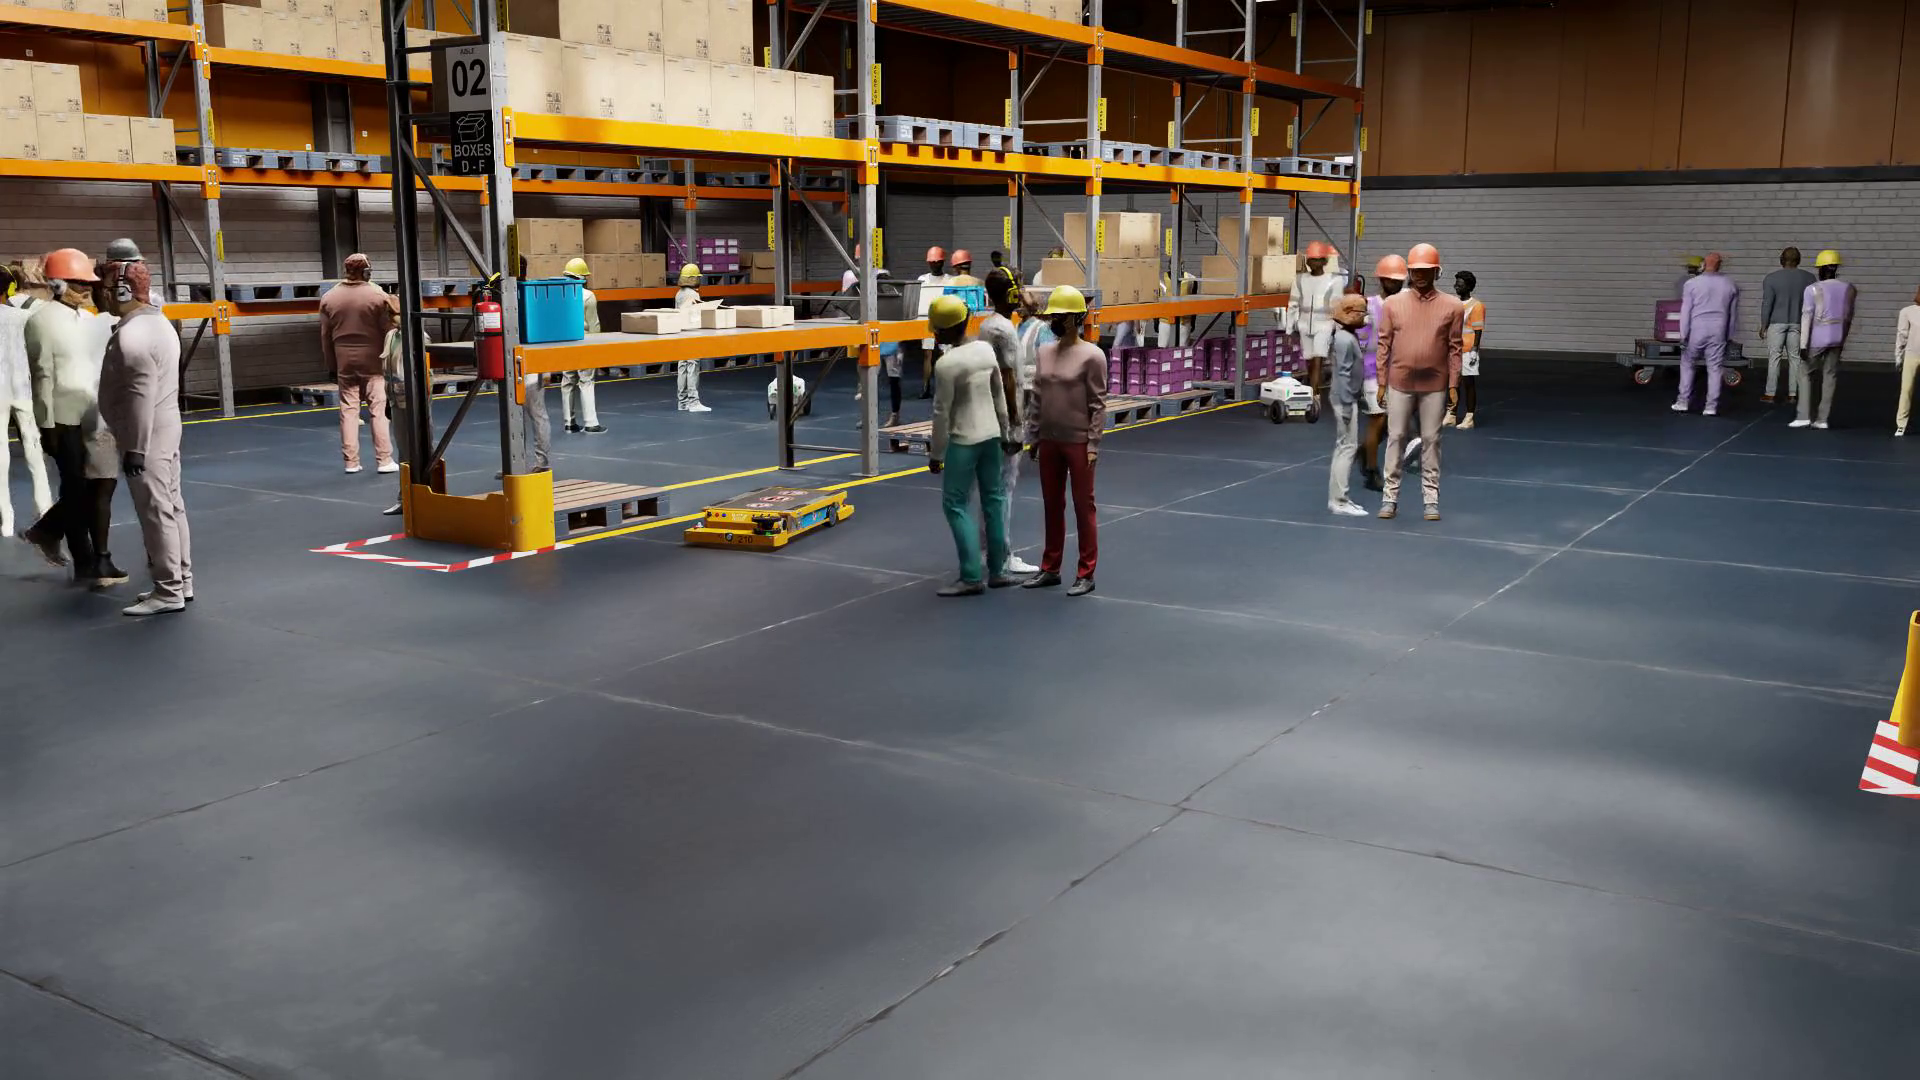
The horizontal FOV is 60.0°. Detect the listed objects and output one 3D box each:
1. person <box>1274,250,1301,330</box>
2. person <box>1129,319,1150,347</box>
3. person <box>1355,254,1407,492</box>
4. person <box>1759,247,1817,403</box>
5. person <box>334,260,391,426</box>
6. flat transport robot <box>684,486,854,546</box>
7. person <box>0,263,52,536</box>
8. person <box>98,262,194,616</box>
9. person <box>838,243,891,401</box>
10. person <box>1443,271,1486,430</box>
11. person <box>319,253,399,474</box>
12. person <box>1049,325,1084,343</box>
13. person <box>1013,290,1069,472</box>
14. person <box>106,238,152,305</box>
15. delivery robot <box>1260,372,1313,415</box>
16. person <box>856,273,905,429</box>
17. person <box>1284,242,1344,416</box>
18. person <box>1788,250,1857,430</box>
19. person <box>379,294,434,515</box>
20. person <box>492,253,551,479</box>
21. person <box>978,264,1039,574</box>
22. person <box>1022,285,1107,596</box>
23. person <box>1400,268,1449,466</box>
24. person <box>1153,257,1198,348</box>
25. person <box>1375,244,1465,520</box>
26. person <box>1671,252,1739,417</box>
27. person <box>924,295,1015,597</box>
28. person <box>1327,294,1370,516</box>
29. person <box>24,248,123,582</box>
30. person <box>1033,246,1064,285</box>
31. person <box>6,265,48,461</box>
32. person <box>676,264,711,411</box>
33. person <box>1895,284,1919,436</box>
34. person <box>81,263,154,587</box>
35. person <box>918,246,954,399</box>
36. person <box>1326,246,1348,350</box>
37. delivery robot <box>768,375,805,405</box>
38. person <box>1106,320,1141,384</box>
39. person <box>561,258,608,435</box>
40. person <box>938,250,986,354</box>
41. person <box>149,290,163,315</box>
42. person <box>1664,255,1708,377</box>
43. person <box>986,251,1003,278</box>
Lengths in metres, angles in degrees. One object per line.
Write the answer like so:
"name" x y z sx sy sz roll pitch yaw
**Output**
"person" 5.174 -3.614 26.119 0.584 1.878 0.371 -5 11 -26
"person" 2.821 -3.690 26.653 0.404 1.830 0.601 -10 14 -43
"person" 3.408 -1.353 13.482 0.585 1.911 0.635 -4 11 -19
"person" 10.270 -2.666 20.690 0.630 1.938 0.372 1 10 6
"person" -6.551 -2.175 18.272 0.428 1.837 0.625 9 14 41
"flat transport robot" -1.297 -0.181 11.539 0.652 0.197 1.431 3 11 17
"person" -6.523 -0.959 11.412 0.517 1.874 0.328 -5 11 -26
"person" -4.443 -0.547 9.038 0.402 1.906 0.652 -2 10 -13
"person" -1.190 -2.736 20.872 0.681 2.008 0.538 3 11 15
"person" 5.384 -2.035 17.860 0.318 1.697 0.535 -5 12 -27
"person" -5.173 -1.520 14.426 0.644 1.907 0.399 1 10 5
"person" 1.312 -2.729 21.182 0.643 1.884 0.597 4 11 20
"person" 0.645 -1.330 14.208 0.814 1.607 0.522 -8 13 -38
"person" -7.263 -1.630 14.661 0.537 2.000 0.682 -5 11 -24
"delivery robot" 3.638 -1.634 18.545 0.477 0.478 0.707 -3 11 -15
"person" -0.847 -1.981 17.608 0.558 1.664 0.756 4 11 23
"person" 4.057 -2.417 19.163 0.620 1.984 1.072 6 12 31
"person" 9.214 -2.126 17.753 0.609 1.916 0.459 0 10 -3
"person" -4.024 -0.975 12.146 0.513 1.639 0.311 8 13 37
"person" -3.691 -1.461 14.006 0.635 1.937 0.352 5 11 25
"person" 0.276 -0.730 10.136 0.328 1.877 0.513 -3 11 -16
"person" 0.604 -0.566 9.532 0.525 1.769 0.308 9 14 42
"person" 4.062 -1.572 14.752 0.625 1.895 0.615 -1 10 -7
"person" 2.979 -3.037 23.052 0.621 1.835 0.430 0 10 1
"person" 3.321 -1.138 12.062 0.612 1.995 0.382 3 11 15
"person" 8.646 -2.391 19.339 0.675 1.872 0.847 1 10 4
"person" 0.080 -0.550 9.574 0.329 1.719 0.666 9 13 40
"person" 2.893 -1.000 12.303 0.320 1.630 0.513 3 11 16
"person" -5.302 -0.725 9.833 0.593 1.977 0.632 1 10 5
"person" 1.234 -2.832 21.612 0.635 1.935 0.349 -6 12 -30
"person" -8.636 -1.633 15.369 0.517 1.807 0.916 -5 11 -26
"person" -3.181 -2.397 19.738 0.306 1.743 0.494 -8 13 -38
"person" 9.889 -1.862 17.104 0.492 1.626 0.284 4 11 23
"person" -5.037 -0.700 9.961 0.653 1.883 1.039 -3 11 -15
"person" -0.295 -2.749 21.145 0.544 1.939 0.372 2 11 13
"person" 5.776 -3.619 25.990 0.550 1.928 0.378 5 11 26
"delivery robot" -1.985 -1.724 19.040 0.477 0.478 0.707 0 10 2
"person" 2.366 -3.071 23.576 0.884 1.715 0.538 -5 11 -27
"person" -3.980 -2.016 17.374 0.590 1.835 0.404 6 12 29
"person" 0.044 -2.520 19.981 0.649 1.889 0.710 -1 10 -8
"person" -7.782 -1.753 15.765 0.548 1.899 0.964 -9 13 -40
"person" 10.751 -3.281 24.475 0.762 1.806 0.608 -4 11 -20
"person" 0.761 -4.609 31.825 0.561 1.812 1.003 2 10 10
